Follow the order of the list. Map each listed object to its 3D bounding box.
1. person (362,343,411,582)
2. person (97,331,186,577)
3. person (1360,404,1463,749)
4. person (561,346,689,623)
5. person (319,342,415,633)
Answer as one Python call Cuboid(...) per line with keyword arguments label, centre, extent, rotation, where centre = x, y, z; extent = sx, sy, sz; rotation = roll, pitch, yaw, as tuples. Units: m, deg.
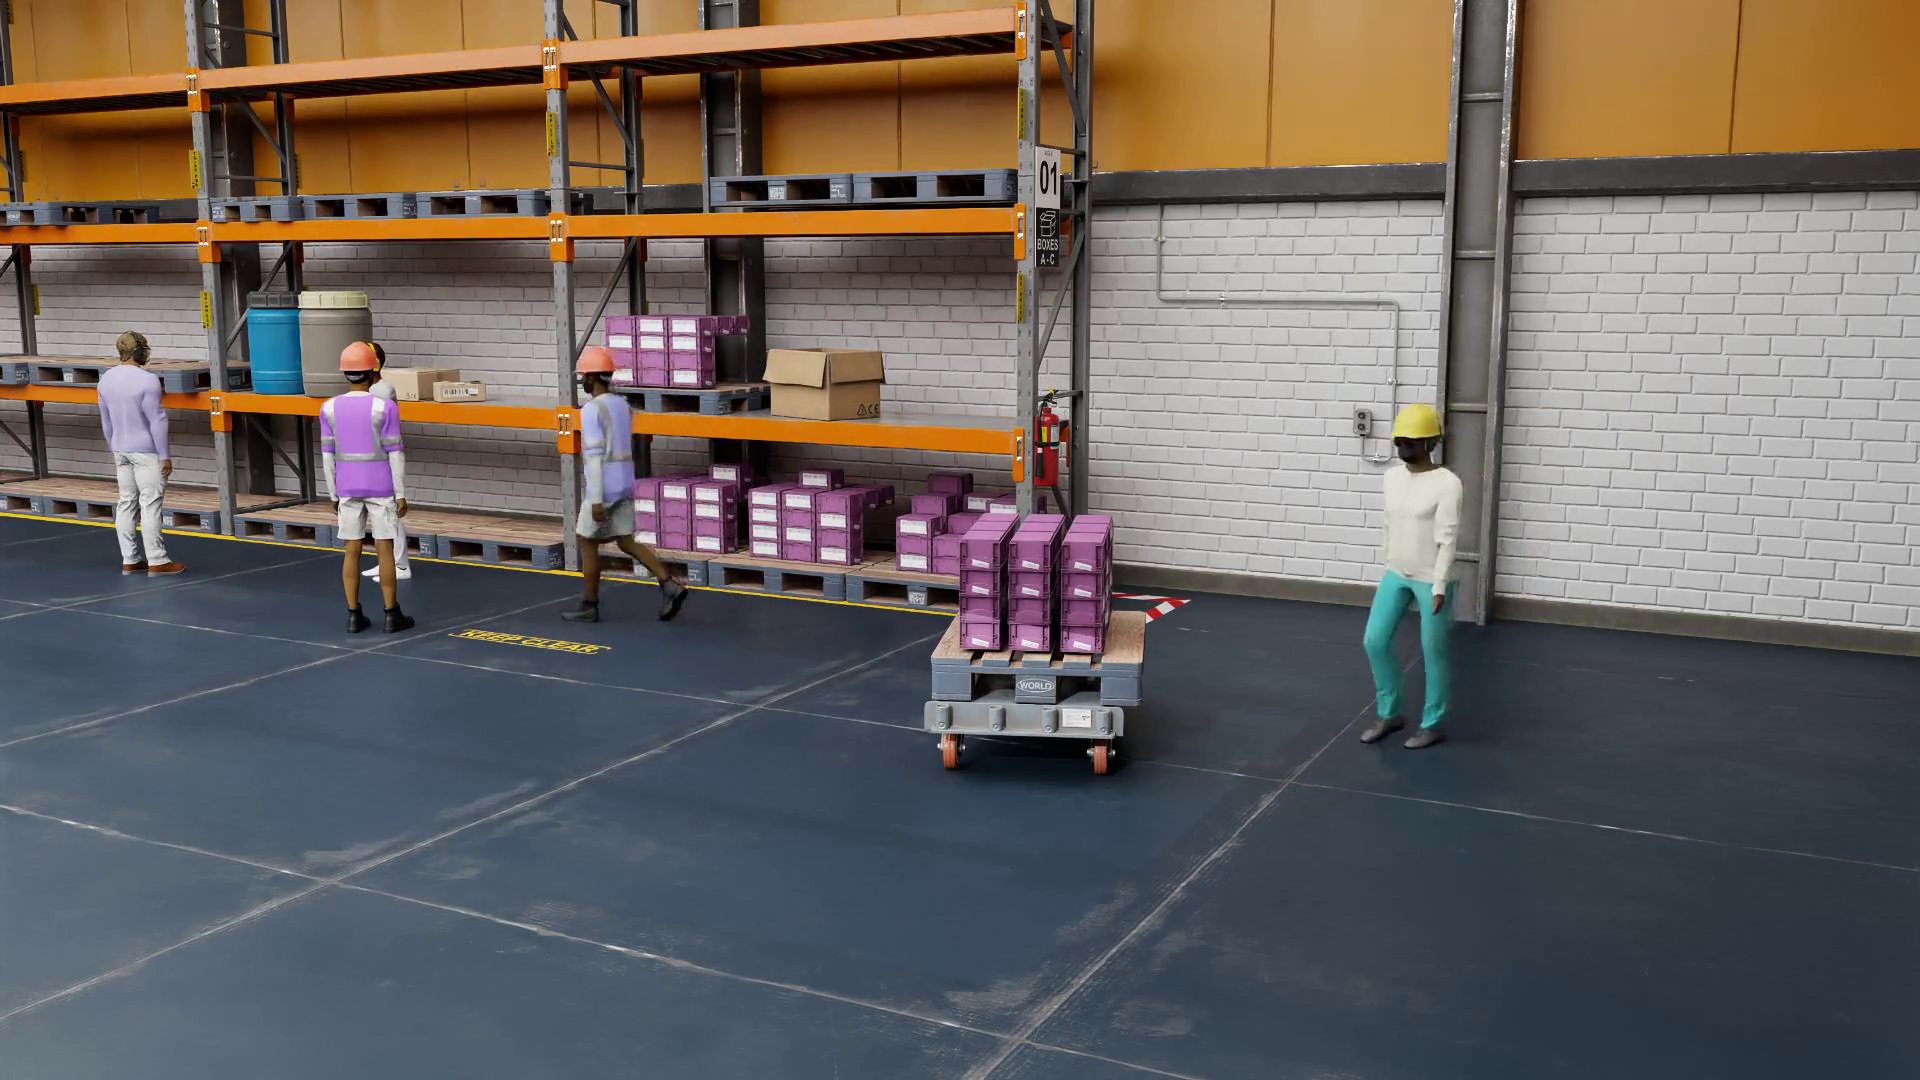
Cuboid(label="person", centre=(-4.522, -0.607, 12.968), extent=(0.320, 1.860, 0.505), rotation=(-6, 11, -33))
Cuboid(label="person", centre=(-6.471, -0.674, 13.121), extent=(0.631, 1.940, 0.372), rotation=(4, 10, 22))
Cuboid(label="person", centre=(2.260, 0.199, 8.307), extent=(0.527, 1.750, 0.527), rotation=(-7, 11, -36))
Cuboid(label="person", centre=(-2.301, -0.356, 11.286), extent=(0.867, 1.910, 0.555), rotation=(3, 10, 20))
Cuboid(label="person", centre=(-3.936, -0.339, 11.045), extent=(0.542, 1.943, 0.348), rotation=(0, 9, 3))
